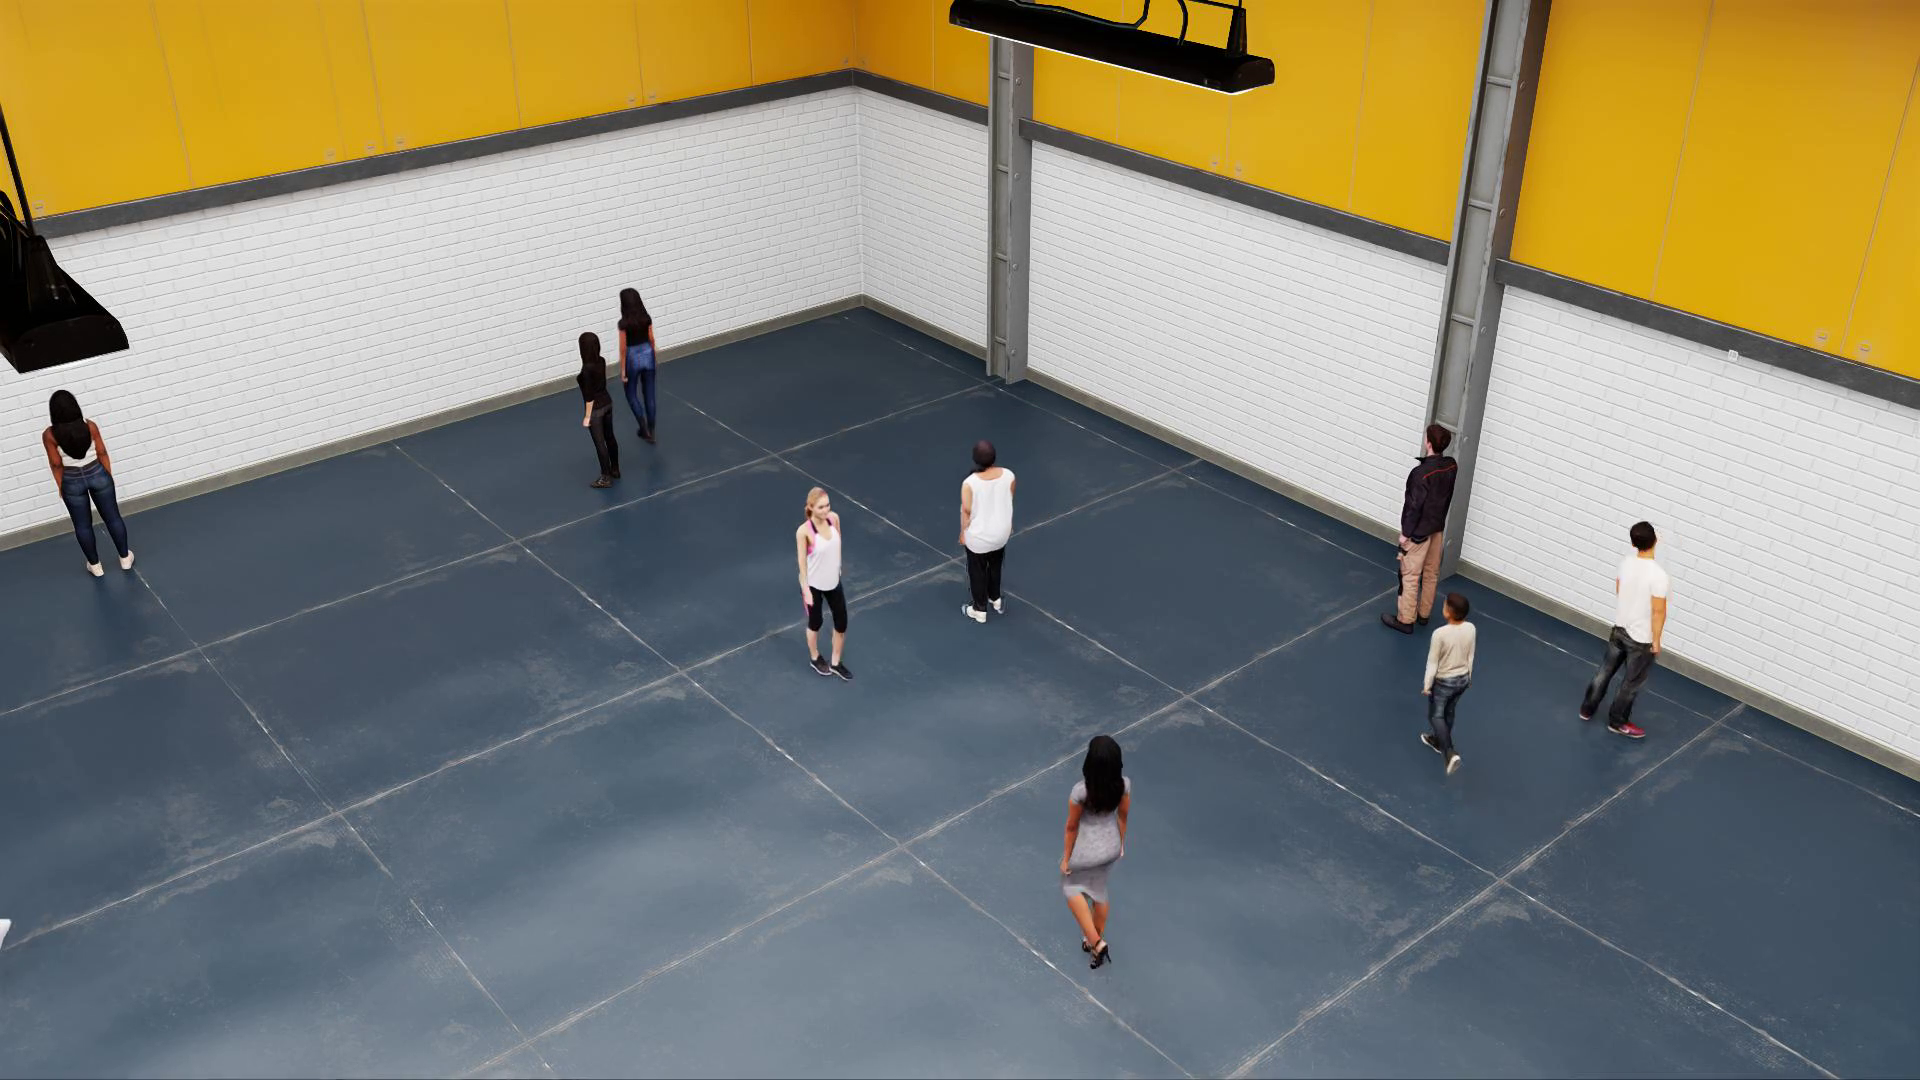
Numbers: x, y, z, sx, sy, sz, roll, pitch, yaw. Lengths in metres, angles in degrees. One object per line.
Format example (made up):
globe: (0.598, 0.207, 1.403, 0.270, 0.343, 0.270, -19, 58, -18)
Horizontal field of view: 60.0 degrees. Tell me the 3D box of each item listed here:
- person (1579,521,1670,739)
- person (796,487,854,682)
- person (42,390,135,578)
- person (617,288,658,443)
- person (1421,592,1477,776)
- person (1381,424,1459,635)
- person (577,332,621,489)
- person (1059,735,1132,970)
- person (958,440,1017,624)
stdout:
person: (5.228, 0.722, 12.883, 0.867, 1.778, 0.710, -1, 29, -2)
person: (-1.200, 0.324, 13.623, 0.635, 1.768, 0.694, -23, 36, -36)
person: (-7.952, -0.522, 15.136, 0.676, 1.805, 0.652, -15, 32, -26)
person: (-3.369, -1.809, 17.582, 0.621, 1.723, 0.540, -16, 33, -27)
person: (3.719, 1.105, 12.530, 0.772, 1.443, 0.951, -8, 30, -14)
person: (3.968, -0.098, 14.233, 0.711, 1.925, 0.619, -18, 34, -30)
person: (-3.639, -1.325, 16.779, 0.672, 1.642, 0.657, 9, 30, 16)
person: (0.885, 2.036, 10.482, 0.719, 1.770, 0.807, -12, 31, -21)
person: (0.213, -0.099, 14.483, 0.718, 1.687, 0.730, -13, 31, -23)
